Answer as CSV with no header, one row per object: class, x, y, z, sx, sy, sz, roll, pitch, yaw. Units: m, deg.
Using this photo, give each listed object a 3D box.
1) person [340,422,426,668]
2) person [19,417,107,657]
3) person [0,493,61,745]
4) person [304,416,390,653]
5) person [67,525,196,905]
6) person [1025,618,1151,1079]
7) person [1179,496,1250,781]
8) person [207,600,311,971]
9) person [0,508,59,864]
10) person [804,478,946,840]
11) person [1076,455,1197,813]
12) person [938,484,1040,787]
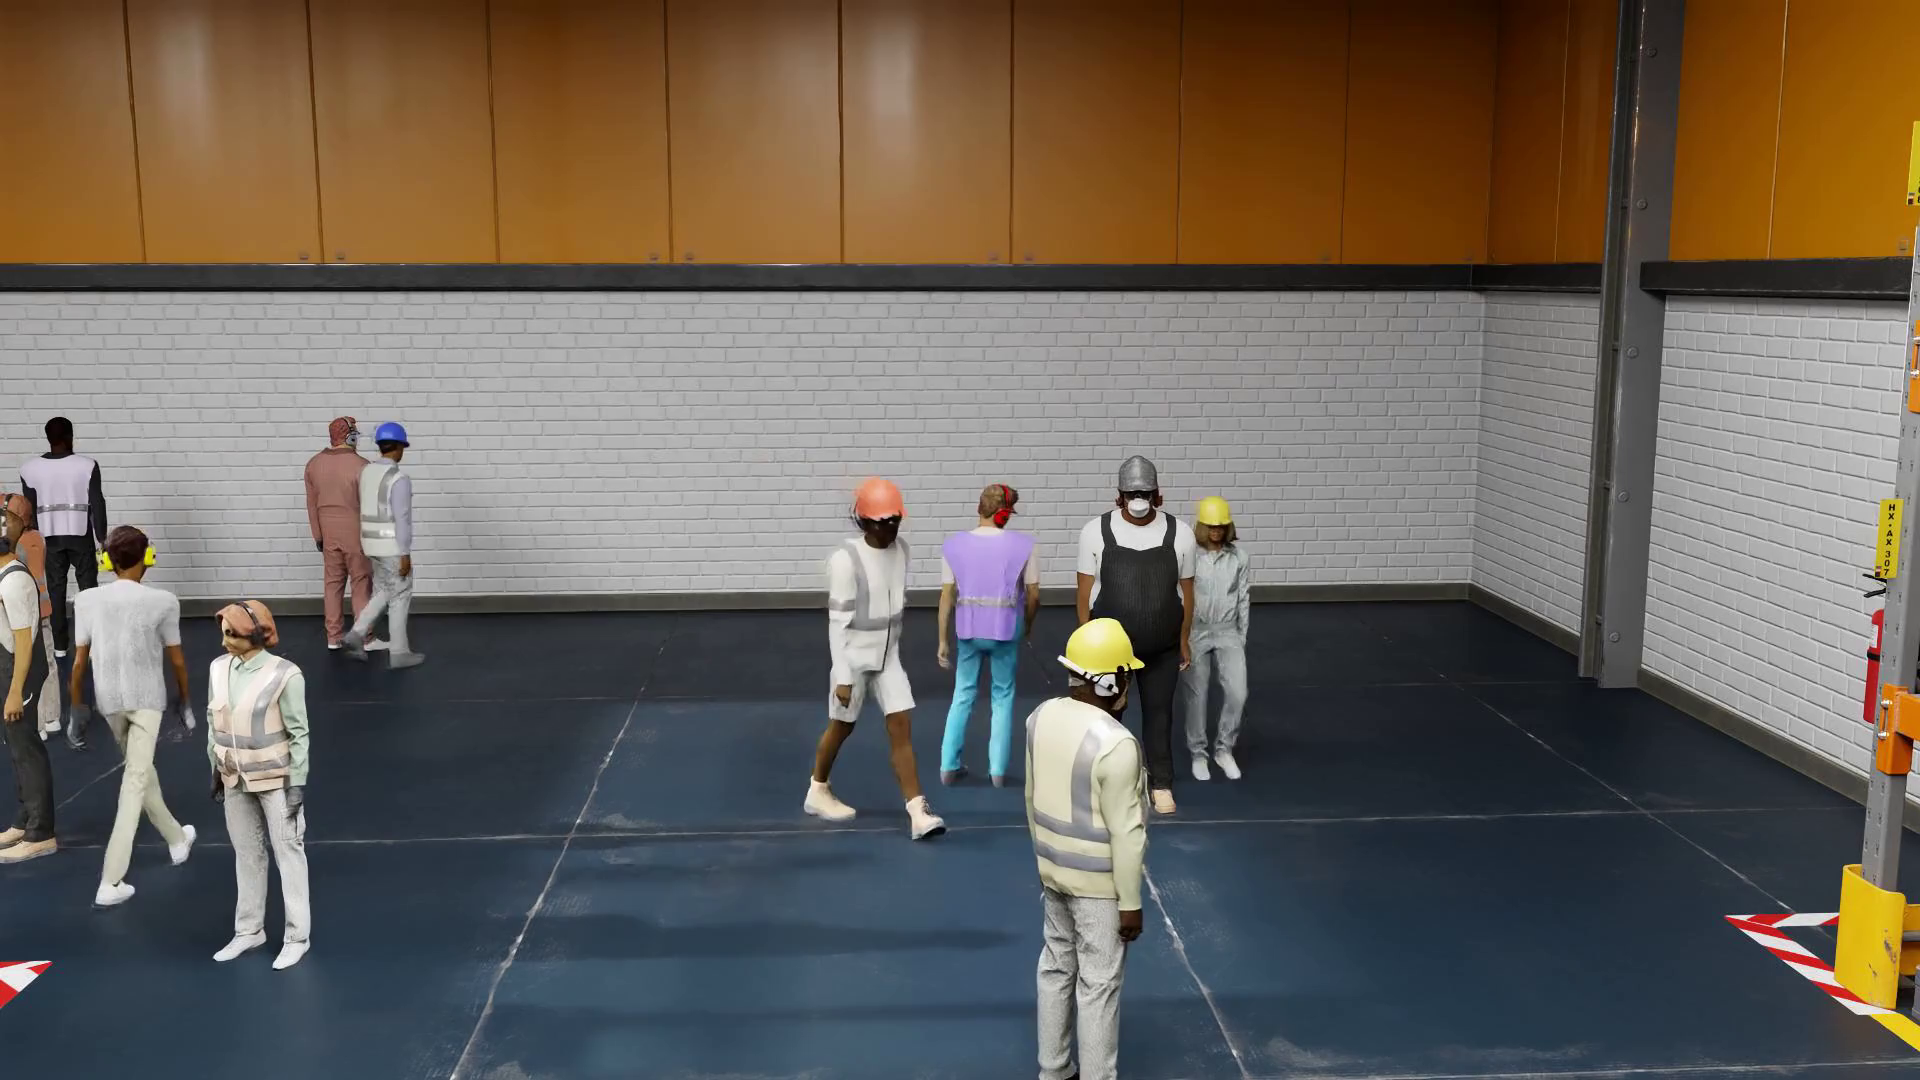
person,-4.403,0.060,12.738,0.631,1.913,0.557,8,12,41
person,-7.106,-0.020,13.242,0.587,1.914,0.390,-2,9,-14
person,-6.066,0.507,10.784,0.311,1.642,0.512,-1,9,-5
person,-4.912,-0.041,13.390,0.652,1.906,0.409,3,10,19
person,-4.102,0.833,8.238,0.529,1.808,0.976,0,9,2
person,0.473,1.181,5.949,0.403,1.831,0.596,-5,10,-30
person,1.508,0.600,9.932,0.498,1.730,0.438,-1,9,-8
person,-3.075,1.064,7.298,0.512,1.638,0.312,3,10,19
person,-4.934,0.745,8.648,0.346,1.847,0.505,-7,11,-36
person,-0.464,0.630,8.959,1.069,1.962,0.671,8,12,42
person,0.998,0.536,9.354,0.682,2.000,0.537,0,9,0
person,0.180,0.569,9.856,0.586,1.810,0.556,1,9,9
